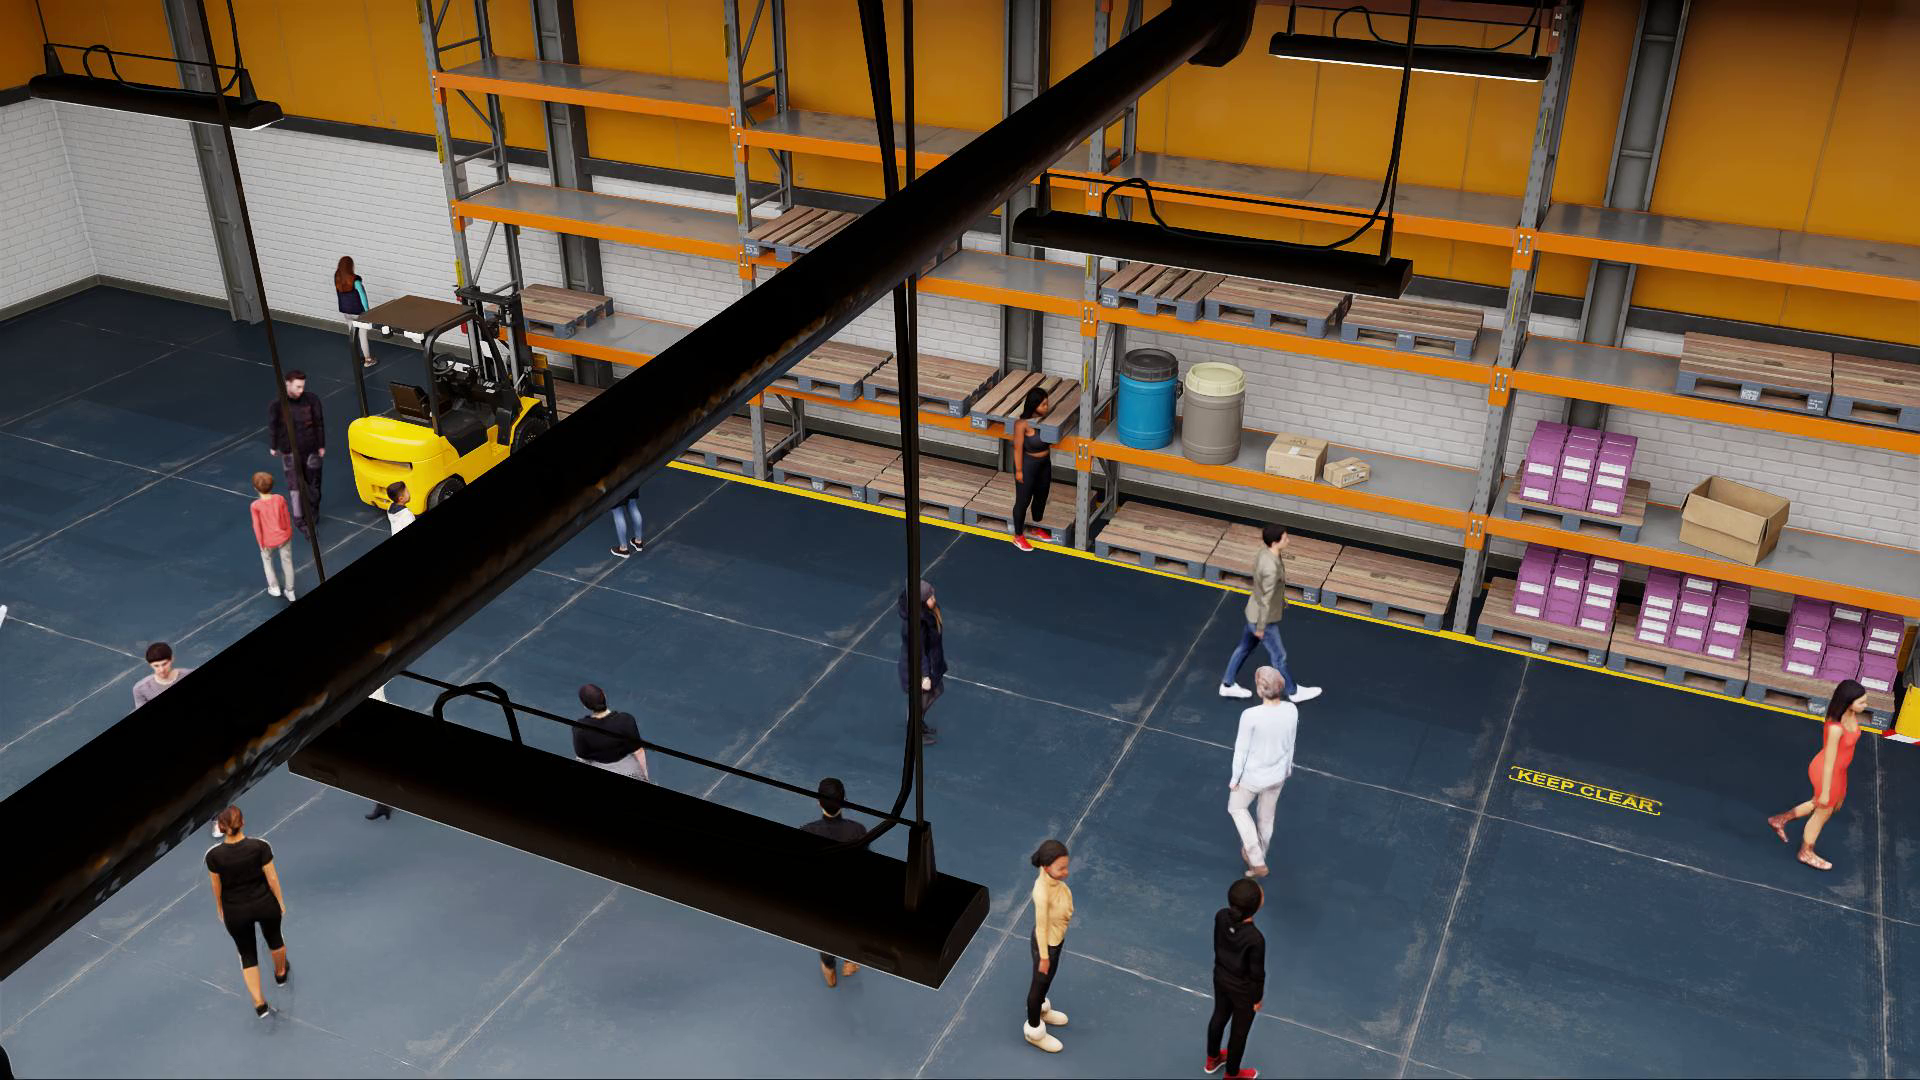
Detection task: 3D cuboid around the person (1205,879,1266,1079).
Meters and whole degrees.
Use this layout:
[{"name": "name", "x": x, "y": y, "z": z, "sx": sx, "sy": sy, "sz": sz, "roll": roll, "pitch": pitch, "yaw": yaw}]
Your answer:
[{"name": "person", "x": 1.816, "y": 2.919, "z": 10.954, "sx": 0.723, "sy": 1.676, "sz": 0.617, "roll": -18, "pitch": 33, "yaw": -30}]

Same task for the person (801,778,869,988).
[{"name": "person", "x": -0.889, "y": 2.473, "z": 11.735, "sx": 0.738, "sy": 1.711, "sz": 0.827, "roll": -5, "pitch": 29, "yaw": -9}]

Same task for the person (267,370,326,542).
[{"name": "person", "x": -7.098, "y": -0.968, "z": 17.898, "sx": 1.126, "sy": 1.850, "sz": 1.247, "roll": -13, "pitch": 31, "yaw": -22}]

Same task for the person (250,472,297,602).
[{"name": "person", "x": -6.817, "y": -0.010, "z": 16.605, "sx": 0.651, "sy": 1.407, "sz": 0.708, "roll": -17, "pitch": 33, "yaw": -28}]

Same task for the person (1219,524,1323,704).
[{"name": "person", "x": 2.626, "y": 0.682, "z": 14.909, "sx": 1.248, "sy": 1.816, "sz": 1.002, "roll": 1, "pitch": 29, "yaw": 2}]

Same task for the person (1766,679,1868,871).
[{"name": "person", "x": 6.688, "y": 1.802, "z": 12.973, "sx": 0.812, "sy": 1.705, "sz": 0.668, "roll": 18, "pitch": 34, "yaw": 30}]

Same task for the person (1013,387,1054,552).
[{"name": "person", "x": 0.767, "y": -0.782, "z": 17.593, "sx": 0.750, "sy": 1.815, "sz": 0.746, "roll": -24, "pitch": 37, "yaw": -37}]

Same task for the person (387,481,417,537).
[{"name": "person", "x": -5.442, "y": 0.087, "z": 16.377, "sx": 0.713, "sy": 1.454, "sz": 0.572, "roll": -24, "pitch": 37, "yaw": -37}]

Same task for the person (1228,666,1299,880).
[{"name": "person", "x": 2.345, "y": 1.853, "z": 12.702, "sx": 0.936, "sy": 1.874, "sz": 0.991, "roll": -8, "pitch": 30, "yaw": -14}]

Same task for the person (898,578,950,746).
[{"name": "person", "x": -0.412, "y": 1.062, "z": 14.368, "sx": 0.771, "sy": 1.667, "sz": 0.760, "roll": 3, "pitch": 29, "yaw": 5}]

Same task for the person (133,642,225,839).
[{"name": "person", "x": -6.199, "y": 1.550, "z": 13.299, "sx": 0.848, "sy": 1.834, "sz": 0.876, "roll": -16, "pitch": 32, "yaw": -26}]

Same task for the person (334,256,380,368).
[{"name": "person", "x": -8.034, "y": -3.034, "z": 22.051, "sx": 0.538, "sy": 1.501, "sz": 0.653, "roll": 9, "pitch": 30, "yaw": 17}]

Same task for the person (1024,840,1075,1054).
[{"name": "person", "x": 0.596, "y": 2.726, "z": 11.328, "sx": 0.572, "sy": 1.657, "sz": 0.618, "roll": 8, "pitch": 30, "yaw": 14}]

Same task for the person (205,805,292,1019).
[{"name": "person", "x": -4.950, "y": 2.591, "z": 11.582, "sx": 0.938, "sy": 1.651, "sz": 0.988, "roll": -10, "pitch": 30, "yaw": -18}]

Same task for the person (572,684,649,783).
[{"name": "person", "x": -2.636, "y": 1.871, "z": 12.814, "sx": 0.807, "sy": 1.735, "sz": 0.881, "roll": -1, "pitch": 29, "yaw": -2}]
